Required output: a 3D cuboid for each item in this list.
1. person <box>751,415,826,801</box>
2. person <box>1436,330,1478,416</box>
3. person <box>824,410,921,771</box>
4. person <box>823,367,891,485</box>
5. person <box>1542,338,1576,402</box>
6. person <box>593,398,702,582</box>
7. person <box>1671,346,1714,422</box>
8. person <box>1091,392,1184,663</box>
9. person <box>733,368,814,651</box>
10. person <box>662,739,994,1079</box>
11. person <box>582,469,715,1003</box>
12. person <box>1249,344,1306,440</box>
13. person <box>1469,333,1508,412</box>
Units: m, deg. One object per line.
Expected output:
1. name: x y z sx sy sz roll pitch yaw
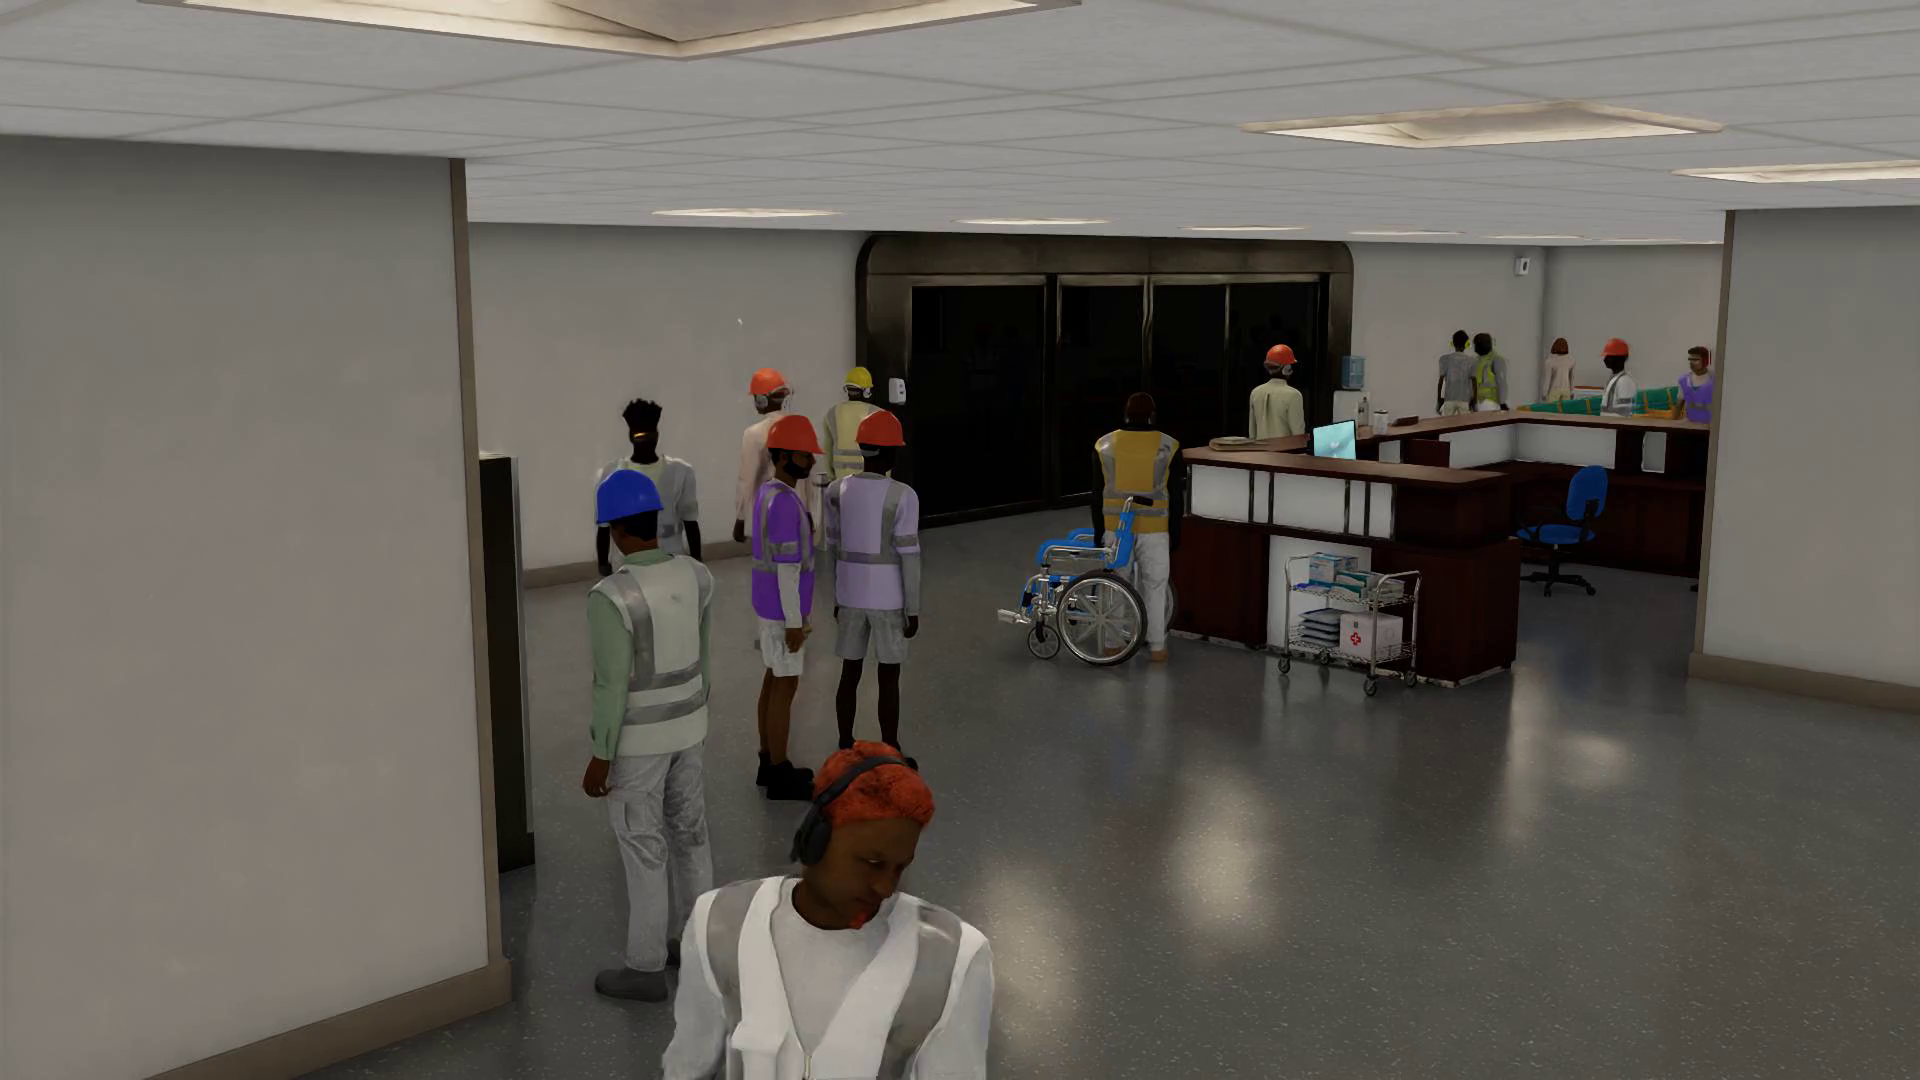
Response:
1. person: -0.859 0.334 8.380 0.374 1.934 0.548 -2 10 -14
2. person: 6.457 -1.787 21.596 0.533 1.869 0.311 4 10 22
3. person: -0.435 0.294 8.655 0.543 1.931 0.388 4 10 24
4. person: -0.855 -0.554 14.142 0.600 1.831 0.404 3 10 17
5. person: 8.912 -2.188 24.772 0.498 1.633 0.285 -2 9 -12
6. person: -1.823 0.121 9.726 0.613 1.930 0.960 -4 10 -23
7. person: 8.054 -1.198 18.158 0.743 1.809 0.646 -5 10 -27
8. person: 1.202 -0.082 11.259 0.629 1.835 0.429 2 10 14
9. person: -1.296 -0.192 11.487 0.435 1.978 0.629 6 11 33
10. person: -0.248 1.256 2.995 0.629 1.852 0.452 3 10 16
11. person: -1.140 0.709 6.074 0.401 1.938 0.602 5 11 30
12. person: 2.808 -0.723 14.671 0.375 1.997 0.611 -7 12 -36
13. person: 6.930 -1.851 22.175 0.836 1.805 0.639 -1 9 -9
